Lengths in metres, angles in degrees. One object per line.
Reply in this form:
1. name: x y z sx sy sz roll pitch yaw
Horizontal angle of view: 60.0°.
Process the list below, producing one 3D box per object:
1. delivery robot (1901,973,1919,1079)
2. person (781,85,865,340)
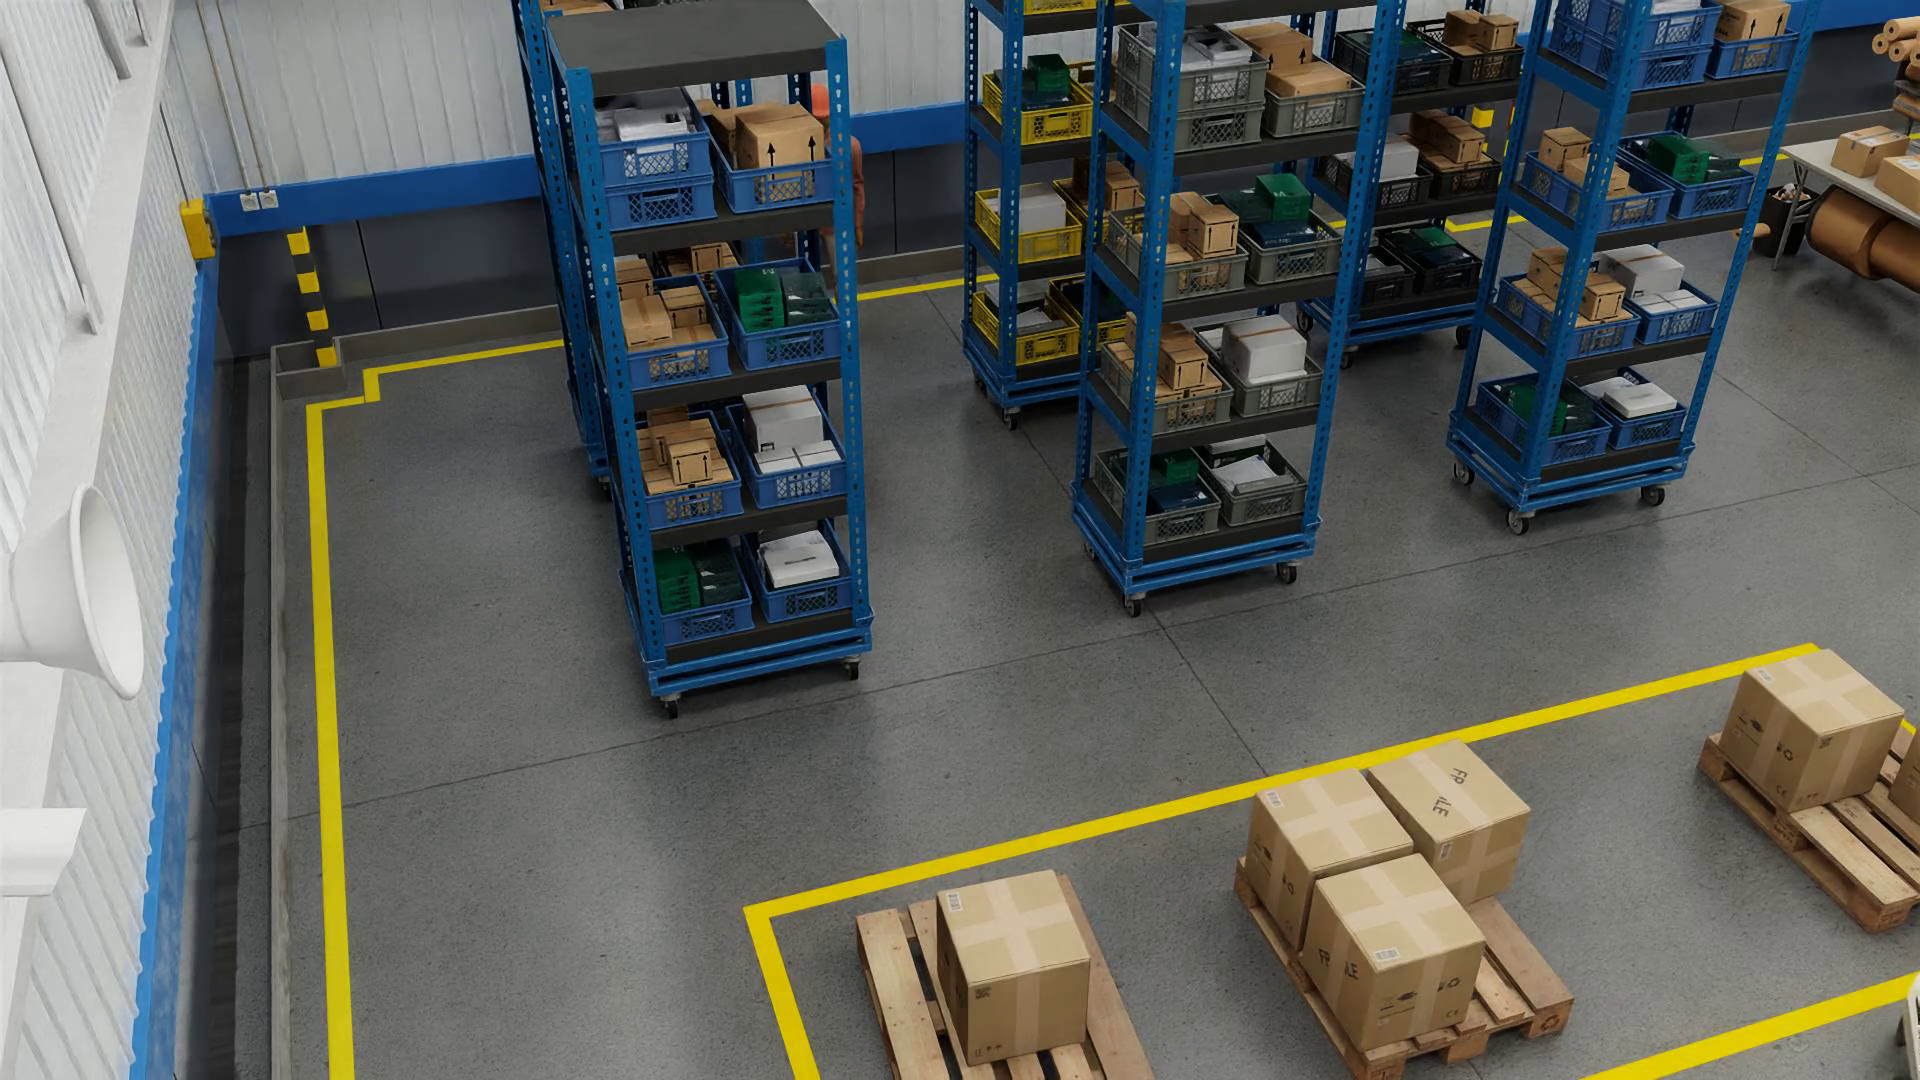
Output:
1. delivery robot: 4.081 2.081 6.757 0.477 0.478 0.707 12 37 16
2. person: -0.975 -2.238 11.719 0.623 1.993 0.385 1 35 2
